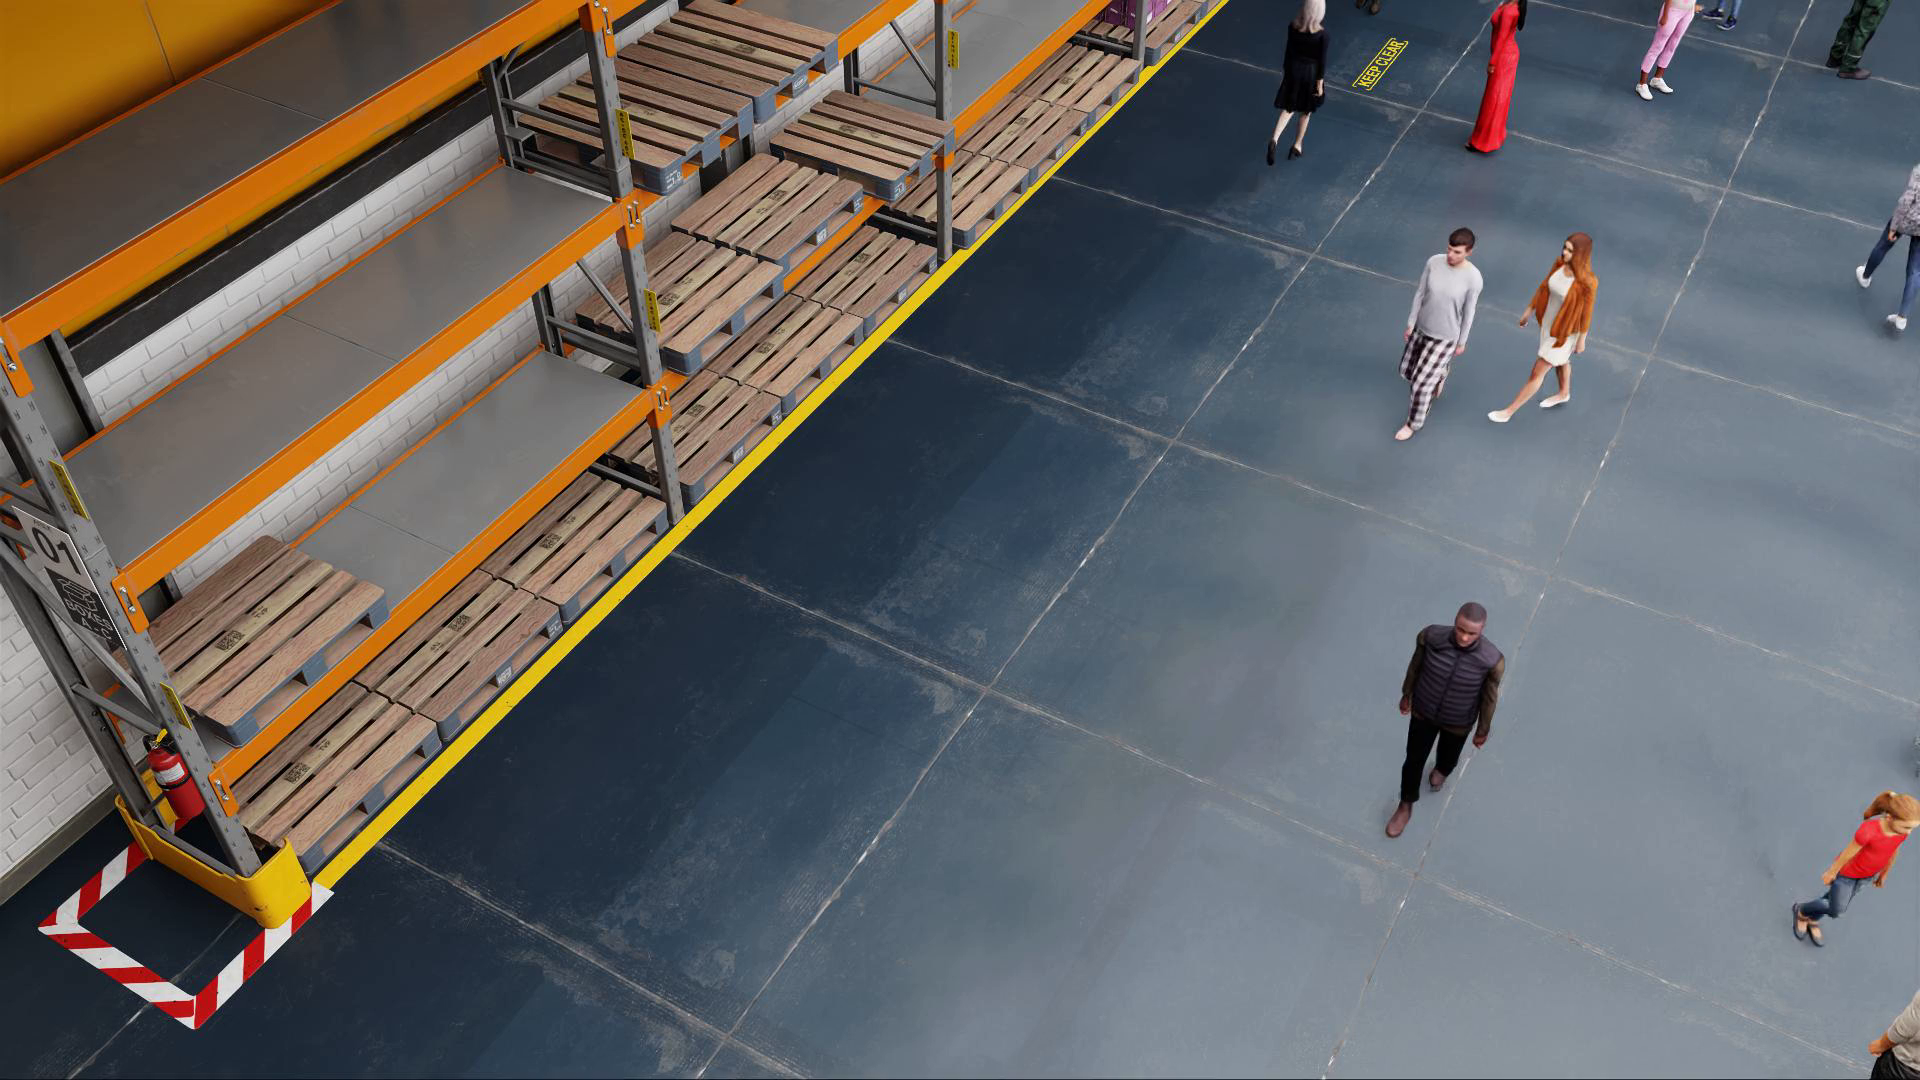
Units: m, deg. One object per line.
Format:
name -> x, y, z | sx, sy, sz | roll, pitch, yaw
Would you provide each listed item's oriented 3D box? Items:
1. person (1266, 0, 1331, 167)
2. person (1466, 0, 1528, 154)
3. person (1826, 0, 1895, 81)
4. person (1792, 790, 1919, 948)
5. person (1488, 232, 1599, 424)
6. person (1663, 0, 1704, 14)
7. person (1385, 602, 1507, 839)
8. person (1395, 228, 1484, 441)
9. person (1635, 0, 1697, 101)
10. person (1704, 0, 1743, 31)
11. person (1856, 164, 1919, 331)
person -> 3.159, -4.237, 15.504 | 0.656, 1.727, 0.975 | 28, 50, 26
person -> 5.145, -4.534, 15.773 | 0.704, 1.786, 0.541 | 20, 47, 19
person -> 9.311, -5.645, 16.857 | 0.830, 1.899, 0.723 | -4, 44, -4
person -> 5.059, 1.815, 9.460 | 0.591, 1.301, 0.647 | -5, 44, -6
person -> 4.689, -1.647, 12.821 | 1.157, 1.677, 1.064 | -13, 45, -13
person -> 8.034, -6.670, 17.966 | 0.799, 1.853, 0.733 | -9, 44, -10
person -> 2.930, 0.995, 9.942 | 0.741, 1.824, 0.982 | 24, 49, 23
person -> 3.679, -1.626, 12.691 | 1.028, 1.826, 0.797 | -34, 53, -31
person -> 7.147, -5.266, 16.574 | 0.616, 1.741, 0.723 | -20, 47, -20
person -> 8.360, -6.146, 17.853 | 0.682, 1.250, 0.602 | -7, 44, -7
person -> 7.947, -2.559, 13.770 | 0.855, 1.688, 1.242 | 8, 44, 9
